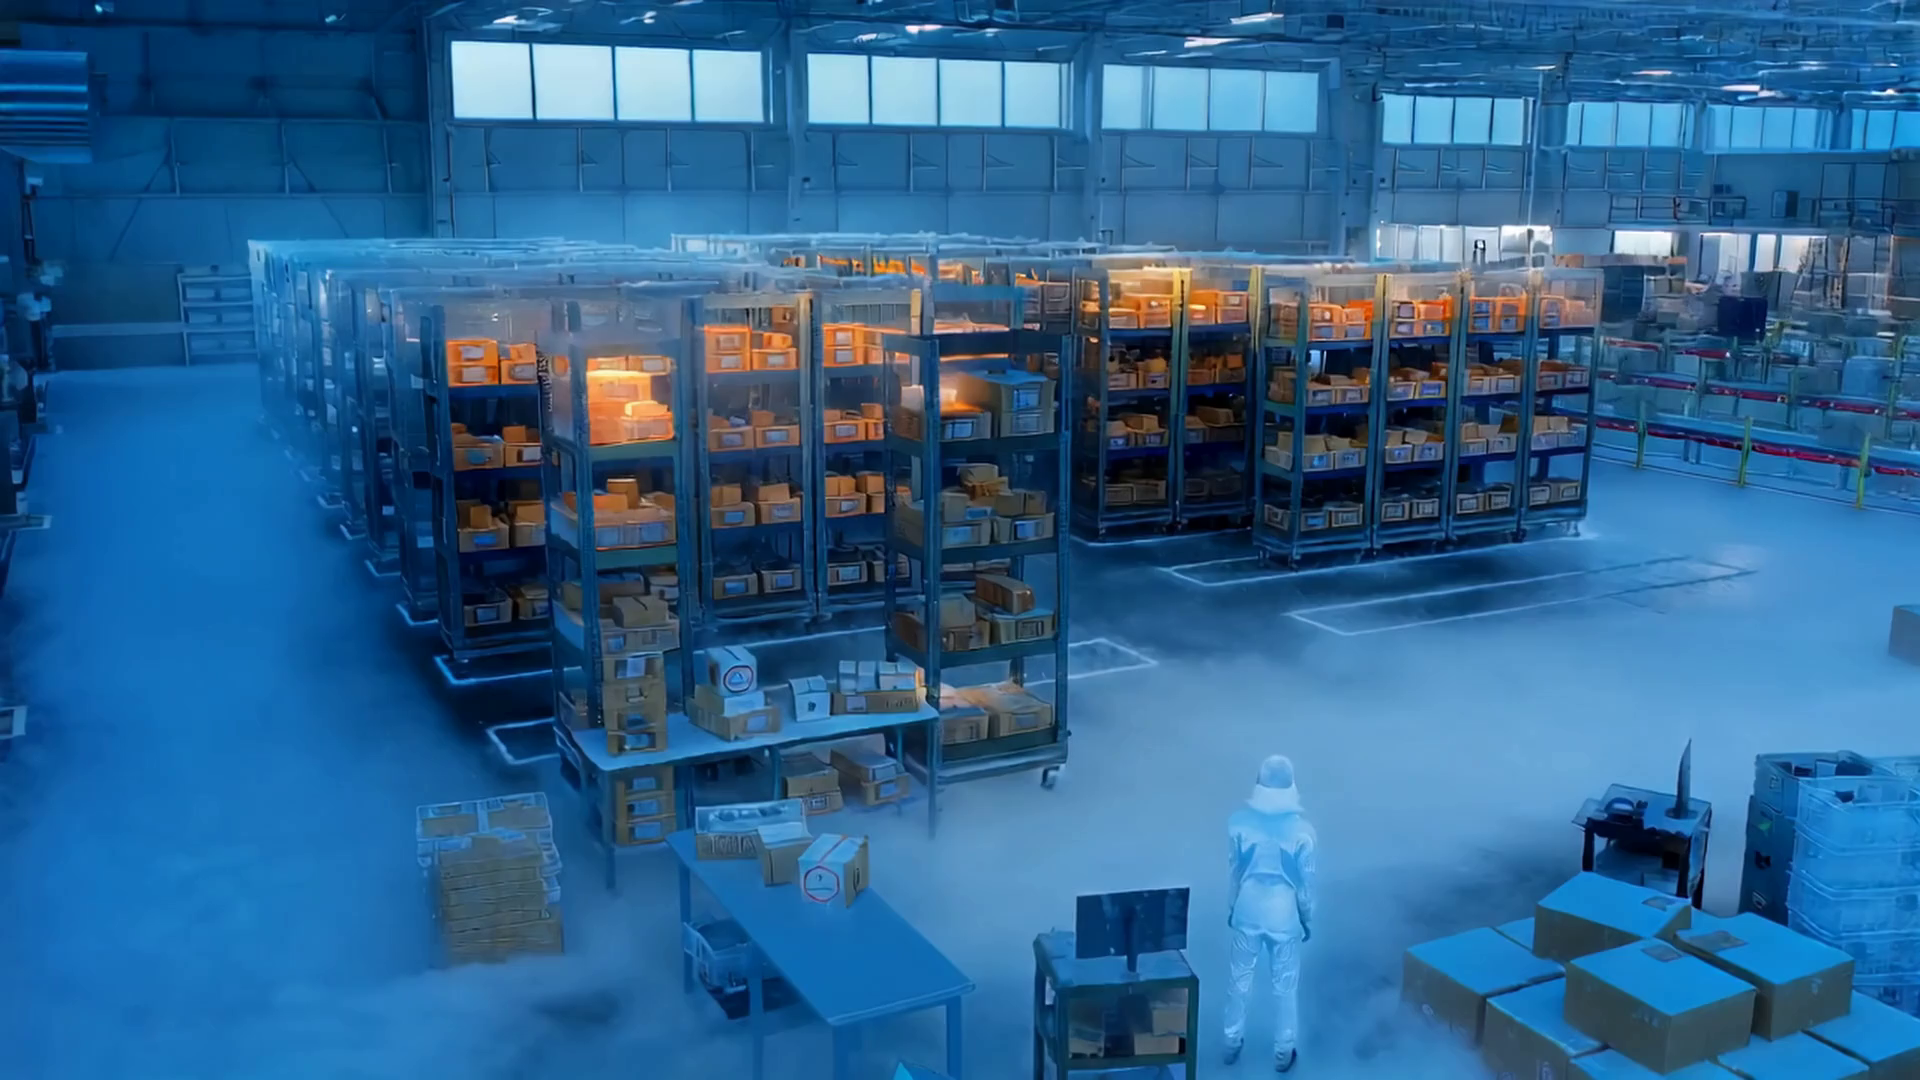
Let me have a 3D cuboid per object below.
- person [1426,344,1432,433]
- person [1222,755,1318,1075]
[{"bbox_3d":[8.364,-2.575,29.854,0.650,1.905,0.405,-2,12,-7],"label":"person"},{"bbox_3d":[1.652,1.991,8.904,0.485,1.735,0.343,4,13,18],"label":"person"}]
